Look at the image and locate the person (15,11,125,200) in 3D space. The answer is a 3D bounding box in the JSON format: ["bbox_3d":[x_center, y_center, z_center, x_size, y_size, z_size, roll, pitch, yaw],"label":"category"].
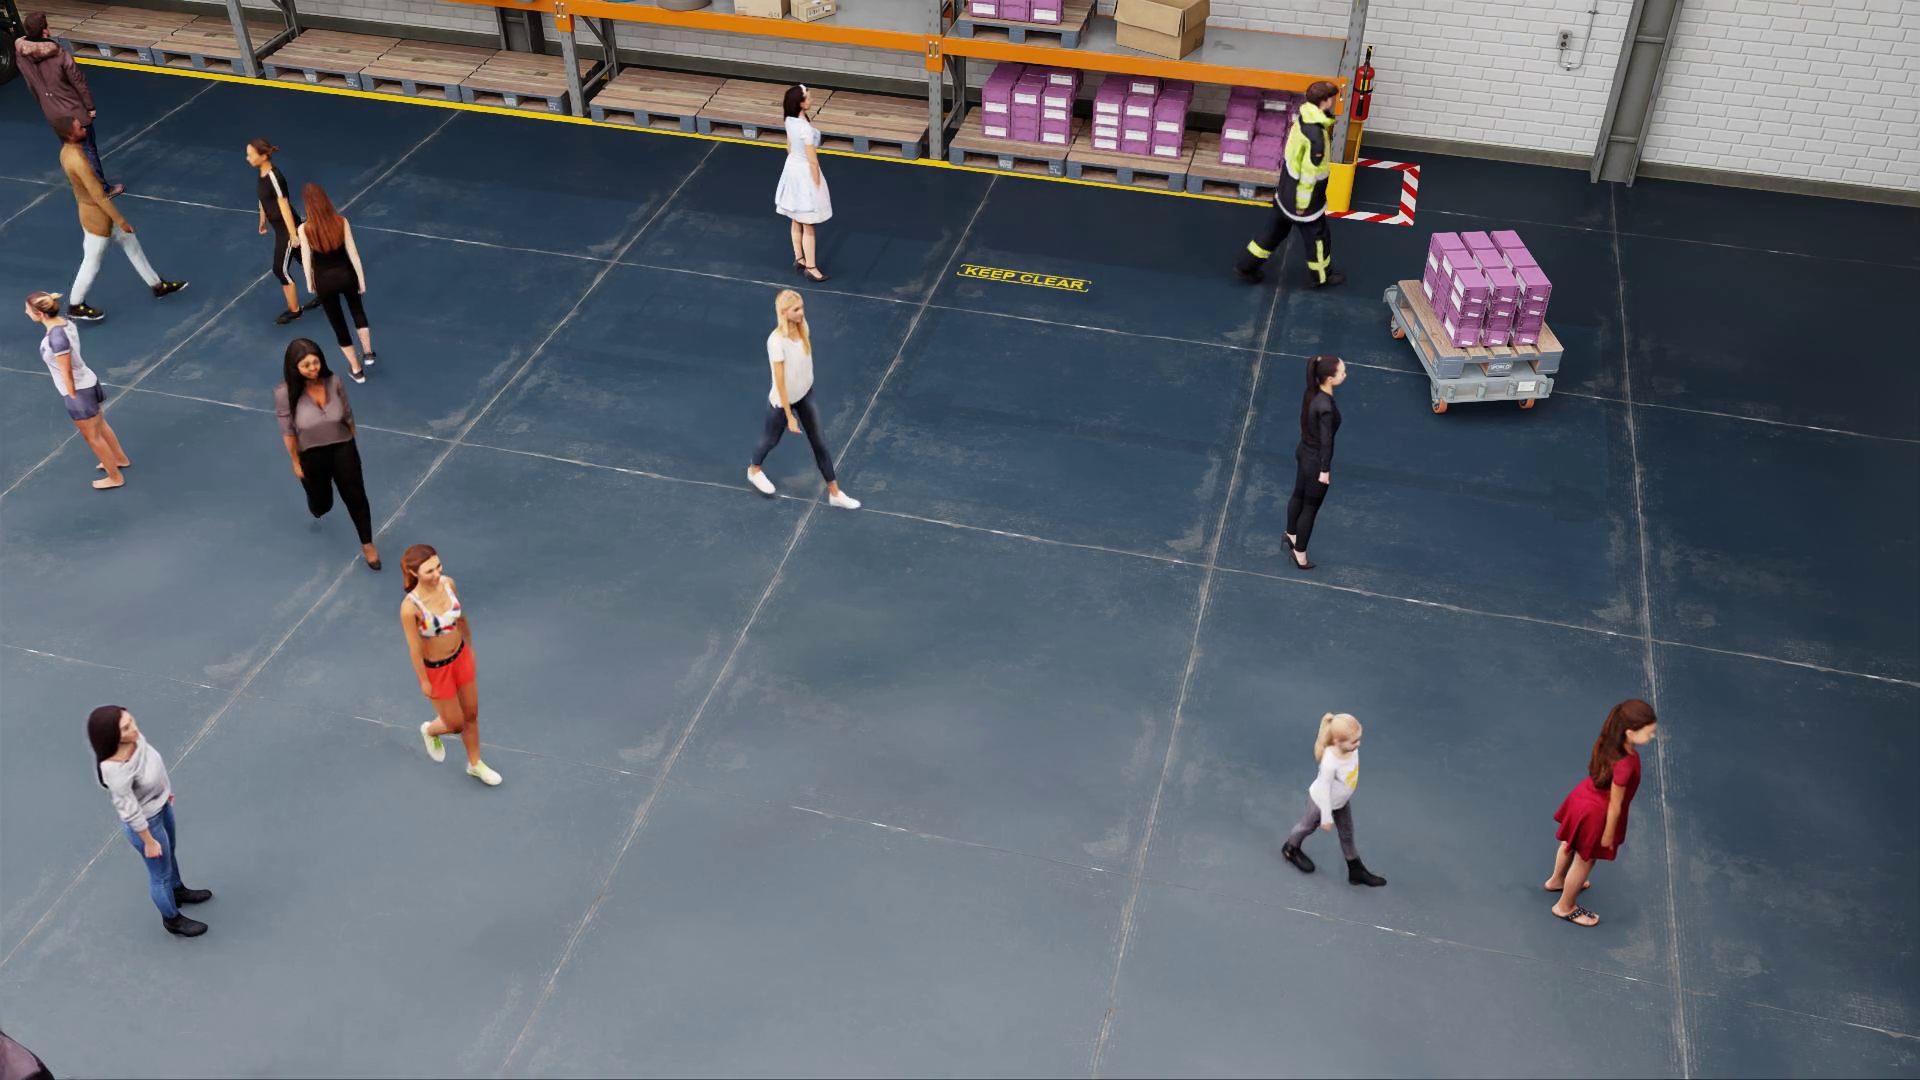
[{"bbox_3d":[-8.550,-4.133,15.894,0.631,1.847,0.832,6,39,8],"label":"person"}]

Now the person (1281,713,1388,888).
[{"bbox_3d":[2.029,1.429,9.402,0.923,1.257,0.742,29,47,31],"label":"person"}]

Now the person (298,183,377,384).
[{"bbox_3d":[-4.993,-2.026,13.362,0.744,1.714,0.804,-21,43,-25],"label":"person"}]

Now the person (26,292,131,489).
[{"bbox_3d":[-6.509,-1.120,12.304,0.667,1.620,0.641,-11,40,-14],"label":"person"}]

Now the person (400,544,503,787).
[{"bbox_3d":[-3.109,0.727,9.860,0.873,1.784,0.715,21,43,24],"label":"person"}]

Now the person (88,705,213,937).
[{"bbox_3d":[-4.406,1.502,9.011,0.670,1.631,0.679,-8,39,-10],"label":"person"}]

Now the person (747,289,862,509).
[{"bbox_3d":[-1.311,-1.006,12.048,1.256,1.761,0.903,24,44,27],"label":"person"}]

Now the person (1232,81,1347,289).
[{"bbox_3d":[2.879,-3.057,14.471,1.378,1.942,1.090,-4,39,-4],"label":"person"}]

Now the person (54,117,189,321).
[{"bbox_3d":[-7.419,-2.682,14.137,1.251,1.772,1.196,-21,43,-24],"label":"person"}]

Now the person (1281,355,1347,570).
[{"bbox_3d":[2.456,-0.551,11.517,0.599,1.712,0.639,-3,39,-4],"label":"person"}]

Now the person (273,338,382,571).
[{"bbox_3d":[-4.422,-0.610,11.505,1.008,1.819,1.106,-25,45,-28],"label":"person"}]

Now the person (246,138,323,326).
[{"bbox_3d":[-5.692,-2.698,14.256,0.905,1.650,0.843,-18,42,-21],"label":"person"}]

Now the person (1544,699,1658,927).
[{"bbox_3d":[3.505,1.468,9.118,0.637,1.551,0.577,3,39,4],"label":"person"}]

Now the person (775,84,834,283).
[{"bbox_3d":[-1.380,-3.140,14.674,0.916,1.818,0.855,-20,43,-23],"label":"person"}]
